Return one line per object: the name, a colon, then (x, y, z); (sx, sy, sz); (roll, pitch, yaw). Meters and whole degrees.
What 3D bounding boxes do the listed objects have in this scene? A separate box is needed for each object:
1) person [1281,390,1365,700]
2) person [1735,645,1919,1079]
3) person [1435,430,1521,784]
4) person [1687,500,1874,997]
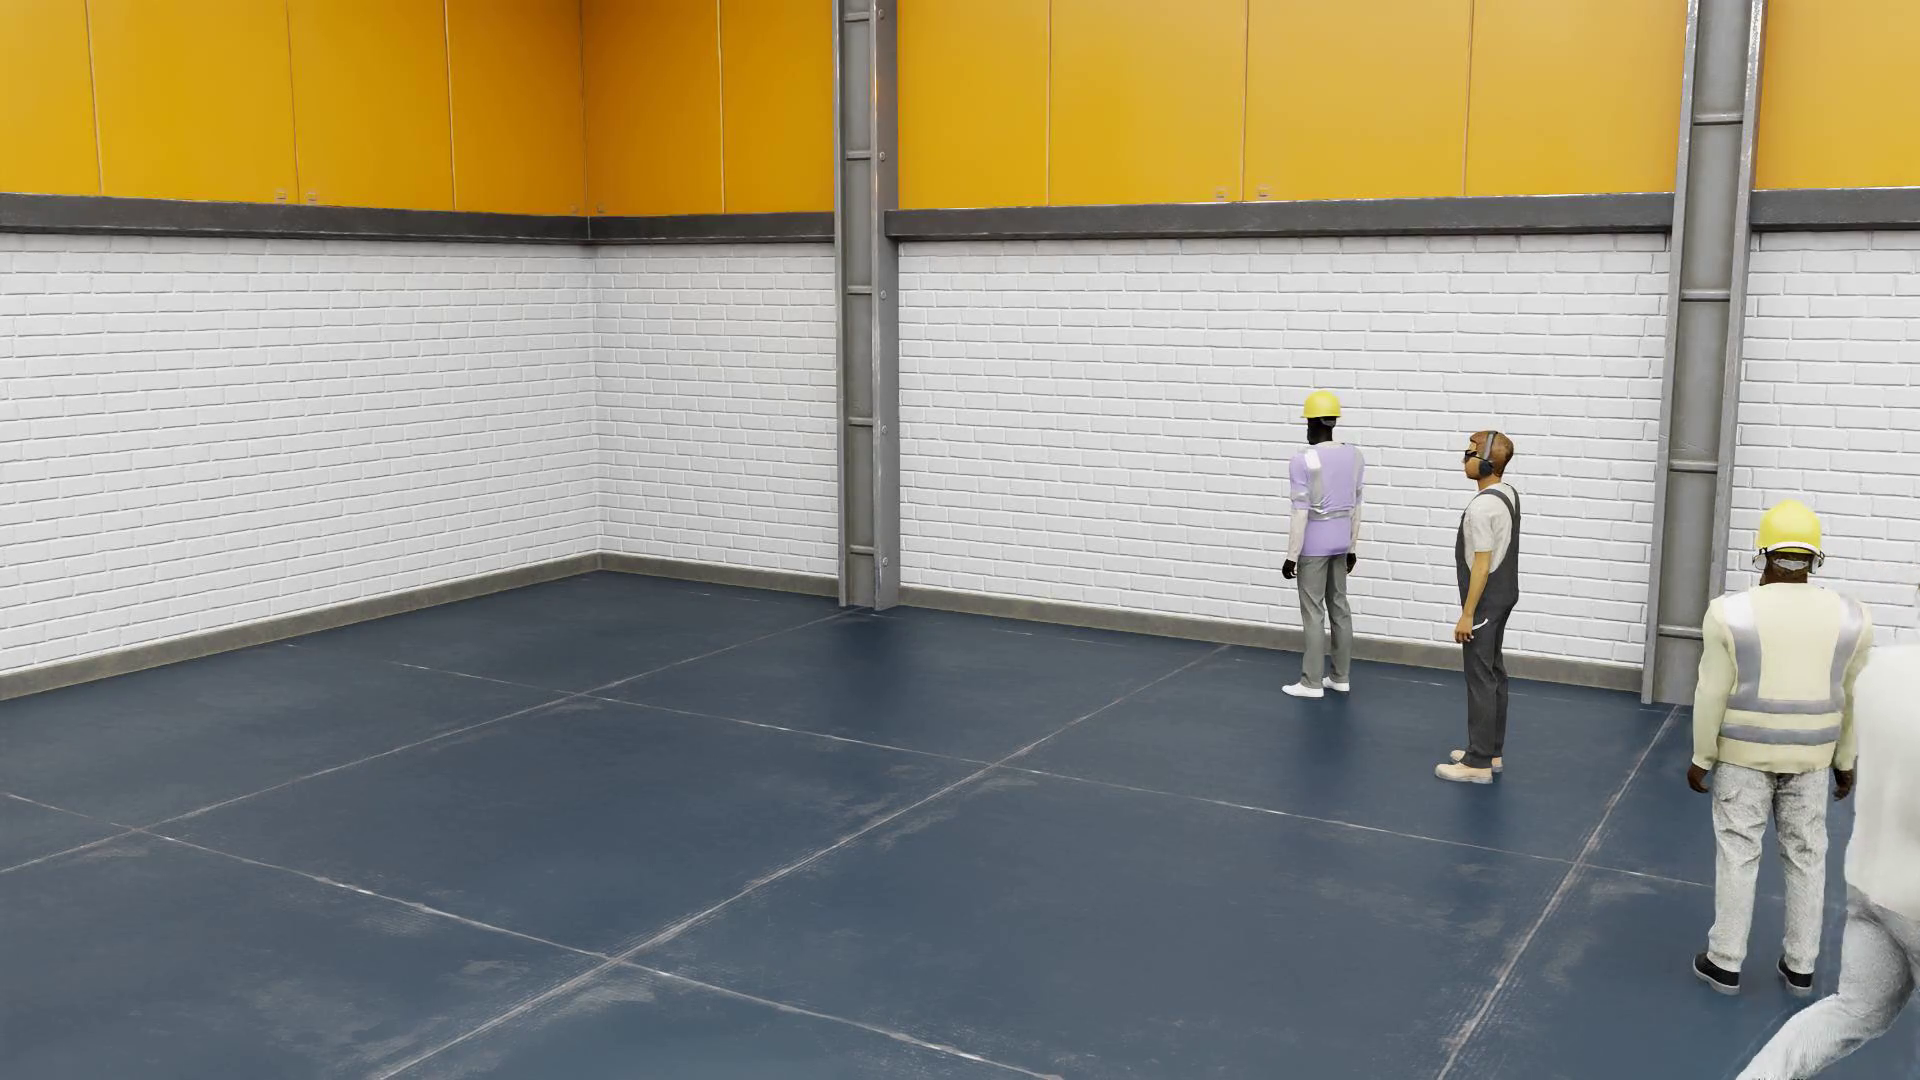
person: (2.243, 0.031, 10.382); (0.594, 1.924, 0.382); (-6, 11, -32)
person: (2.519, 0.981, 4.521); (0.864, 1.913, 0.655); (-1, 9, -4)
person: (2.721, 0.345, 8.678); (0.345, 1.847, 0.507); (6, 11, 33)
person: (2.973, 0.766, 6.087); (0.600, 1.831, 0.404); (1, 9, 6)
